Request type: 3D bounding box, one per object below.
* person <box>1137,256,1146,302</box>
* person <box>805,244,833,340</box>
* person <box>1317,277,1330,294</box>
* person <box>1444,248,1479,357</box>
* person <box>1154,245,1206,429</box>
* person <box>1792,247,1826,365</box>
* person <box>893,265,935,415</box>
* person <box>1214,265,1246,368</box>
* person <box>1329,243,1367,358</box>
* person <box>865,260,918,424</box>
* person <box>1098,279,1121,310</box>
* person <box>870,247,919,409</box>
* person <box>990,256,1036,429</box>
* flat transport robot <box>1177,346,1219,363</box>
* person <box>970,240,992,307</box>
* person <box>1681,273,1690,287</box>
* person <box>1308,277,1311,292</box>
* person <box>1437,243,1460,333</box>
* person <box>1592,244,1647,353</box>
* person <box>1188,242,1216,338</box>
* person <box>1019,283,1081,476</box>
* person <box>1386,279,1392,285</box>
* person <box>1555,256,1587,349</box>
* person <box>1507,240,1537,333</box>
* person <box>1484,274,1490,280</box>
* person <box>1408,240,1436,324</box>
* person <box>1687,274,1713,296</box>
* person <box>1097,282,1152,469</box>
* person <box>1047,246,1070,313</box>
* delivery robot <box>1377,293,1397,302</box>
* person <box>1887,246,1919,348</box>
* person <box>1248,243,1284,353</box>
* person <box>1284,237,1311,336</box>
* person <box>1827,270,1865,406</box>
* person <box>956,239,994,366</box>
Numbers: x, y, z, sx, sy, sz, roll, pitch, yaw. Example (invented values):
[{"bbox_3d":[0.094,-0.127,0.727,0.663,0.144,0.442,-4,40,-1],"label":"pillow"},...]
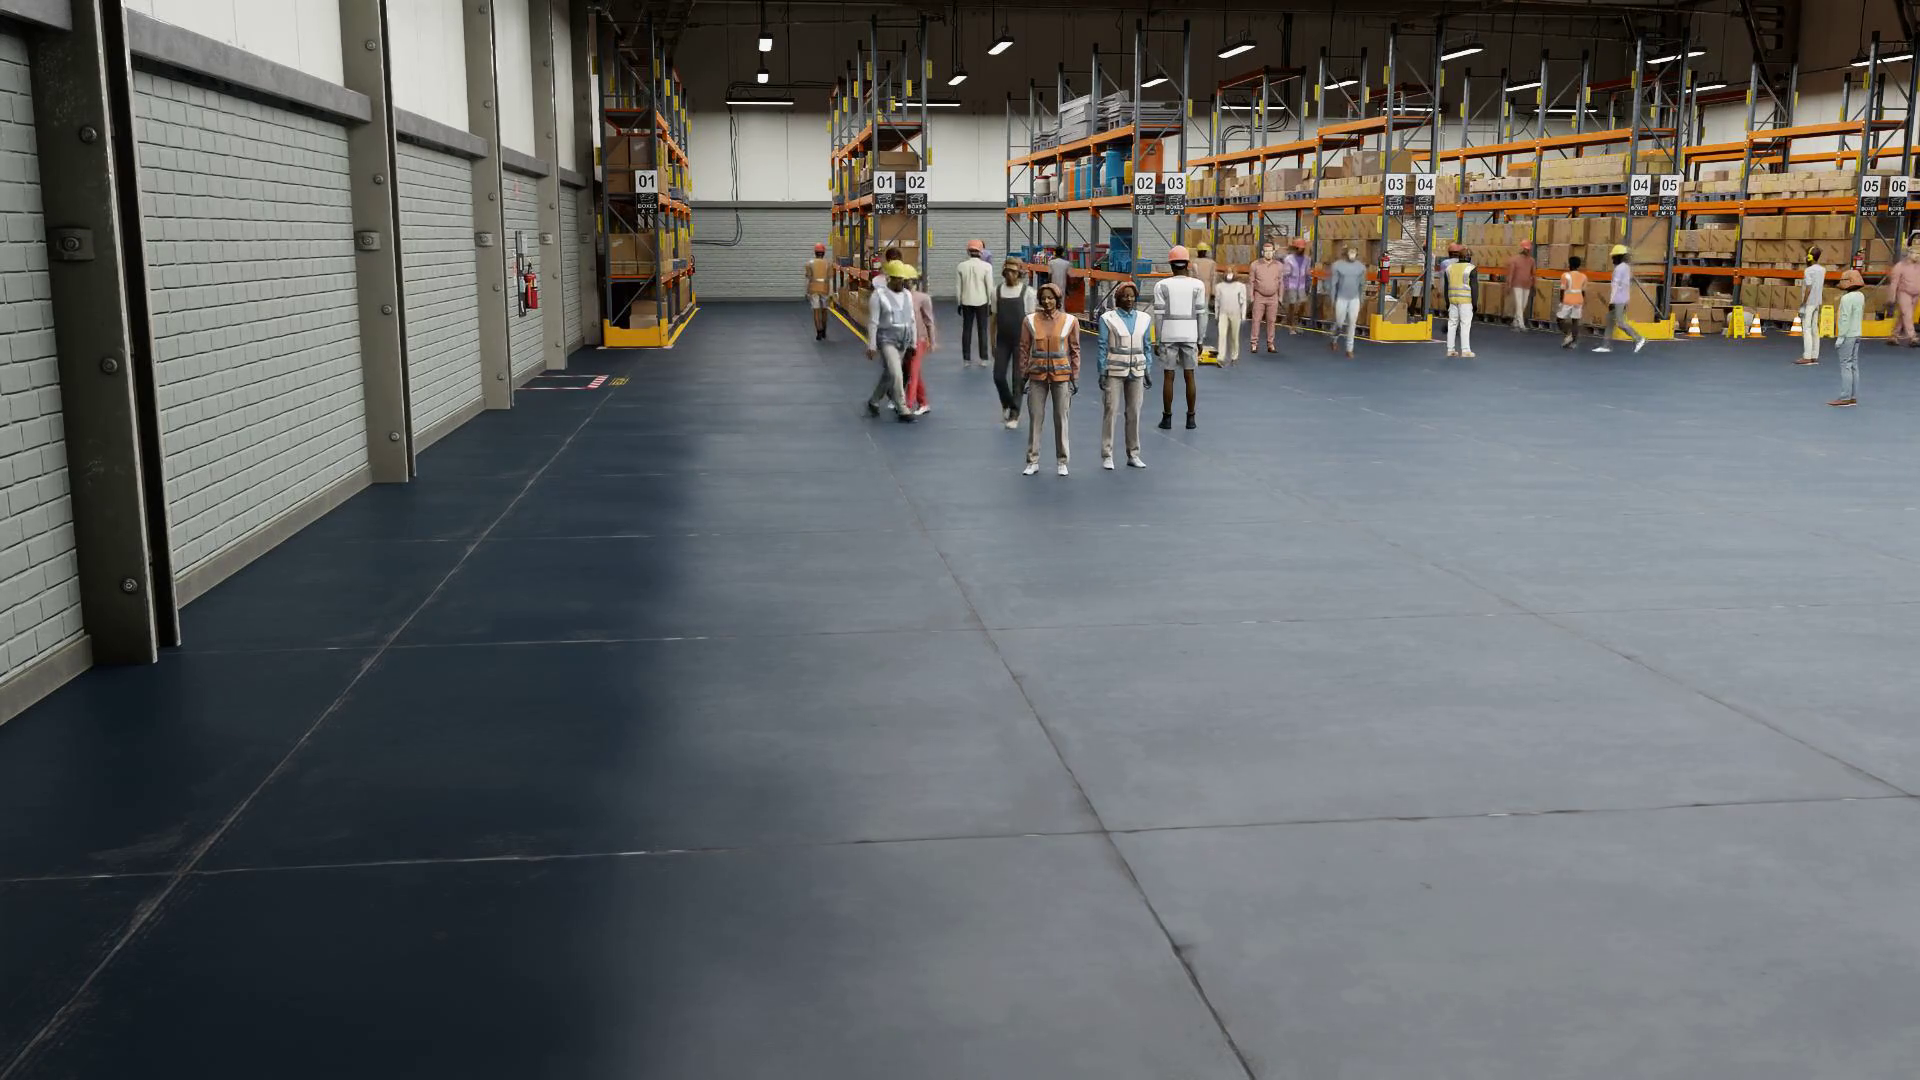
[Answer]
[{"bbox_3d":[4.518,-6.736,43.142,0.575,1.821,0.846,0,10,2],"label":"person"},{"bbox_3d":[-2.796,-4.935,33.079,0.547,1.884,0.996,-2,11,-12],"label":"person"},{"bbox_3d":[9.550,-6.866,43.780,0.619,1.845,0.430,1,10,8],"label":"person"},{"bbox_3d":[8.514,-4.022,28.193,0.429,1.841,0.633,-8,13,-38],"label":"person"},{"bbox_3d":[2.307,-2.131,17.566,0.544,1.936,0.359,0,10,-1],"label":"person"},{"bbox_3d":[13.551,-3.726,26.504,0.535,1.864,0.309,-7,12,-33],"label":"person"},{"bbox_3d":[-0.576,-2.226,18.692,0.527,1.711,0.948,6,12,29],"label":"person"},{"bbox_3d":[4.194,-3.469,25.852,0.510,1.580,0.871,3,11,18],"label":"person"},{"bbox_3d":[6.547,-4.052,28.113,0.646,1.929,0.536,-1,10,-5],"label":"person"},{"bbox_3d":[-0.780,-2.197,18.347,0.925,1.789,0.594,10,14,43],"label":"person"},{"bbox_3d":[3.856,-6.717,42.972,0.630,1.840,0.429,0,10,1],"label":"person"},{"bbox_3d":[-0.767,-2.502,19.670,0.605,1.908,0.487,-1,10,-3],"label":"person"},{"bbox_3d":[0.564,-2.096,17.670,0.515,1.827,0.452,3,11,15],"label":"person"},{"bbox_3d":[3.822,-3.036,27.091,0.652,0.197,1.431,0,10,0],"label":"flat transport robot"},{"bbox_3d":[0.616,-7.659,47.882,0.662,1.925,0.619,1,10,8],"label":"person"},{"bbox_3d":[19.500,-7.029,44.575,0.664,1.877,1.049,-6,12,-28],"label":"person"},{"bbox_3d":[10.240,-7.607,48.261,0.541,1.695,0.424,6,12,30],"label":"person"},{"bbox_3d":[10.272,-5.231,34.636,0.545,1.913,0.856,-2,11,-10],"label":"person"},{"bbox_3d":[11.558,-4.197,28.998,0.822,1.901,0.594,5,12,26],"label":"person"},{"bbox_3d":[4.837,-5.043,33.591,0.623,1.903,0.682,-2,11,-11],"label":"person"},{"bbox_3d":[0.763,-1.360,14.151,0.523,1.637,0.311,2,11,10],"label":"person"},{"bbox_3d":[12.318,-7.668,48.140,0.510,1.860,0.334,-5,11,-23],"label":"person"},{"bbox_3d":[11.042,-4.278,30.028,0.550,1.679,0.381,-3,11,-15],"label":"person"},{"bbox_3d":[11.922,-5.368,35.242,0.634,1.964,0.844,-3,11,-14],"label":"person"},{"bbox_3d":[15.998,-8.042,50.166,0.405,1.871,0.579,-2,10,-8],"label":"person"},{"bbox_3d":[10.464,-5.853,37.678,0.611,2.040,0.392,-1,10,-3],"label":"person"},{"bbox_3d":[18.974,-6.749,42.590,0.708,2.000,0.536,-2,10,-9],"label":"person"},{"bbox_3d":[1.442,-1.439,14.583,0.522,1.639,0.306,-4,11,-19],"label":"person"},{"bbox_3d":[2.068,-5.322,35.342,0.557,1.829,0.890,-2,11,-10],"label":"person"},{"bbox_3d":[11.158,-6.214,43.476,0.477,0.478,0.707,-1,10,-7],"label":"delivery robot"},{"bbox_3d":[17.512,-4.478,30.673,0.644,1.852,1.038,-3,11,-14],"label":"person"},{"bbox_3d":[5.370,-4.233,29.163,0.639,1.910,0.406,-1,10,-4],"label":"person"},{"bbox_3d":[6.915,-5.191,34.144,0.616,2.014,0.529,-2,11,-11],"label":"person"},{"bbox_3d":[10.671,-2.422,19.985,0.507,1.631,0.266,-9,14,-41],"label":"person"},{"bbox_3d":[0.247,-3.732,26.185,0.622,1.990,0.402,3,11,18],"label":"person"}]
